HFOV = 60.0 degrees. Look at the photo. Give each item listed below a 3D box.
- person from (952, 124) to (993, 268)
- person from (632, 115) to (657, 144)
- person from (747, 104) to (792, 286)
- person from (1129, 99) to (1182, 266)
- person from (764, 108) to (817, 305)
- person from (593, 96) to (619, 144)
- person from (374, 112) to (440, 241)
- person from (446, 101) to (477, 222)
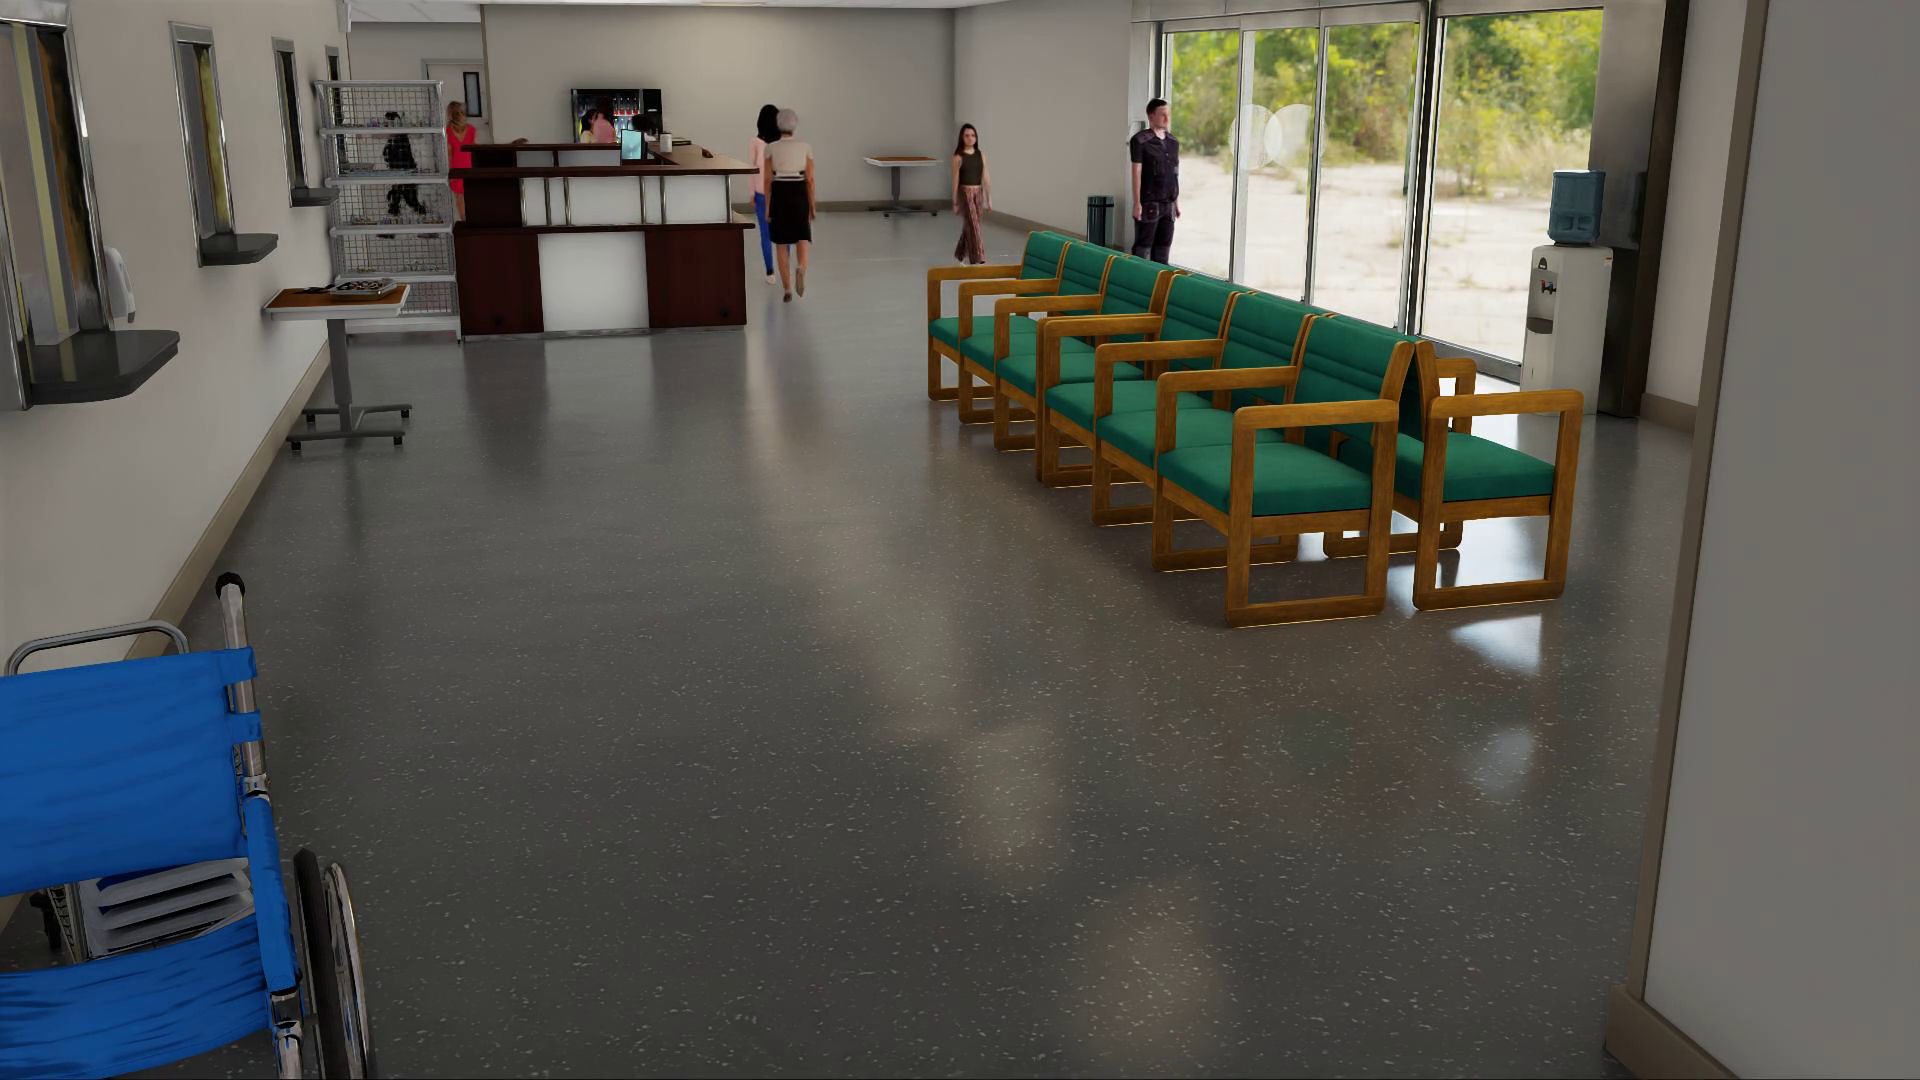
[{"bbox_3d":[0.081,-3.560,17.462,1.102,1.521,0.726,-7,17,-23],"label":"person"},{"bbox_3d":[-4.018,-4.616,21.190,0.623,1.530,0.625,-4,16,-15],"label":"person"},{"bbox_3d":[-1.843,-3.372,16.366,0.865,1.755,0.729,-4,16,-12],"label":"person"},{"bbox_3d":[1.708,-2.937,14.653,0.691,1.846,0.848,-12,20,-37],"label":"person"},{"bbox_3d":[-1.534,-2.982,15.005,0.826,1.741,0.714,-3,16,-10],"label":"person"},{"bbox_3d":[-4.295,-4.372,19.841,0.757,1.793,0.676,-8,18,-26],"label":"person"},{"bbox_3d":[-6.881,-4.522,20.775,1.079,1.575,0.818,-7,17,-23],"label":"person"},{"bbox_3d":[-6.269,-4.651,21.039,1.053,1.680,0.799,-7,17,-24],"label":"person"}]
